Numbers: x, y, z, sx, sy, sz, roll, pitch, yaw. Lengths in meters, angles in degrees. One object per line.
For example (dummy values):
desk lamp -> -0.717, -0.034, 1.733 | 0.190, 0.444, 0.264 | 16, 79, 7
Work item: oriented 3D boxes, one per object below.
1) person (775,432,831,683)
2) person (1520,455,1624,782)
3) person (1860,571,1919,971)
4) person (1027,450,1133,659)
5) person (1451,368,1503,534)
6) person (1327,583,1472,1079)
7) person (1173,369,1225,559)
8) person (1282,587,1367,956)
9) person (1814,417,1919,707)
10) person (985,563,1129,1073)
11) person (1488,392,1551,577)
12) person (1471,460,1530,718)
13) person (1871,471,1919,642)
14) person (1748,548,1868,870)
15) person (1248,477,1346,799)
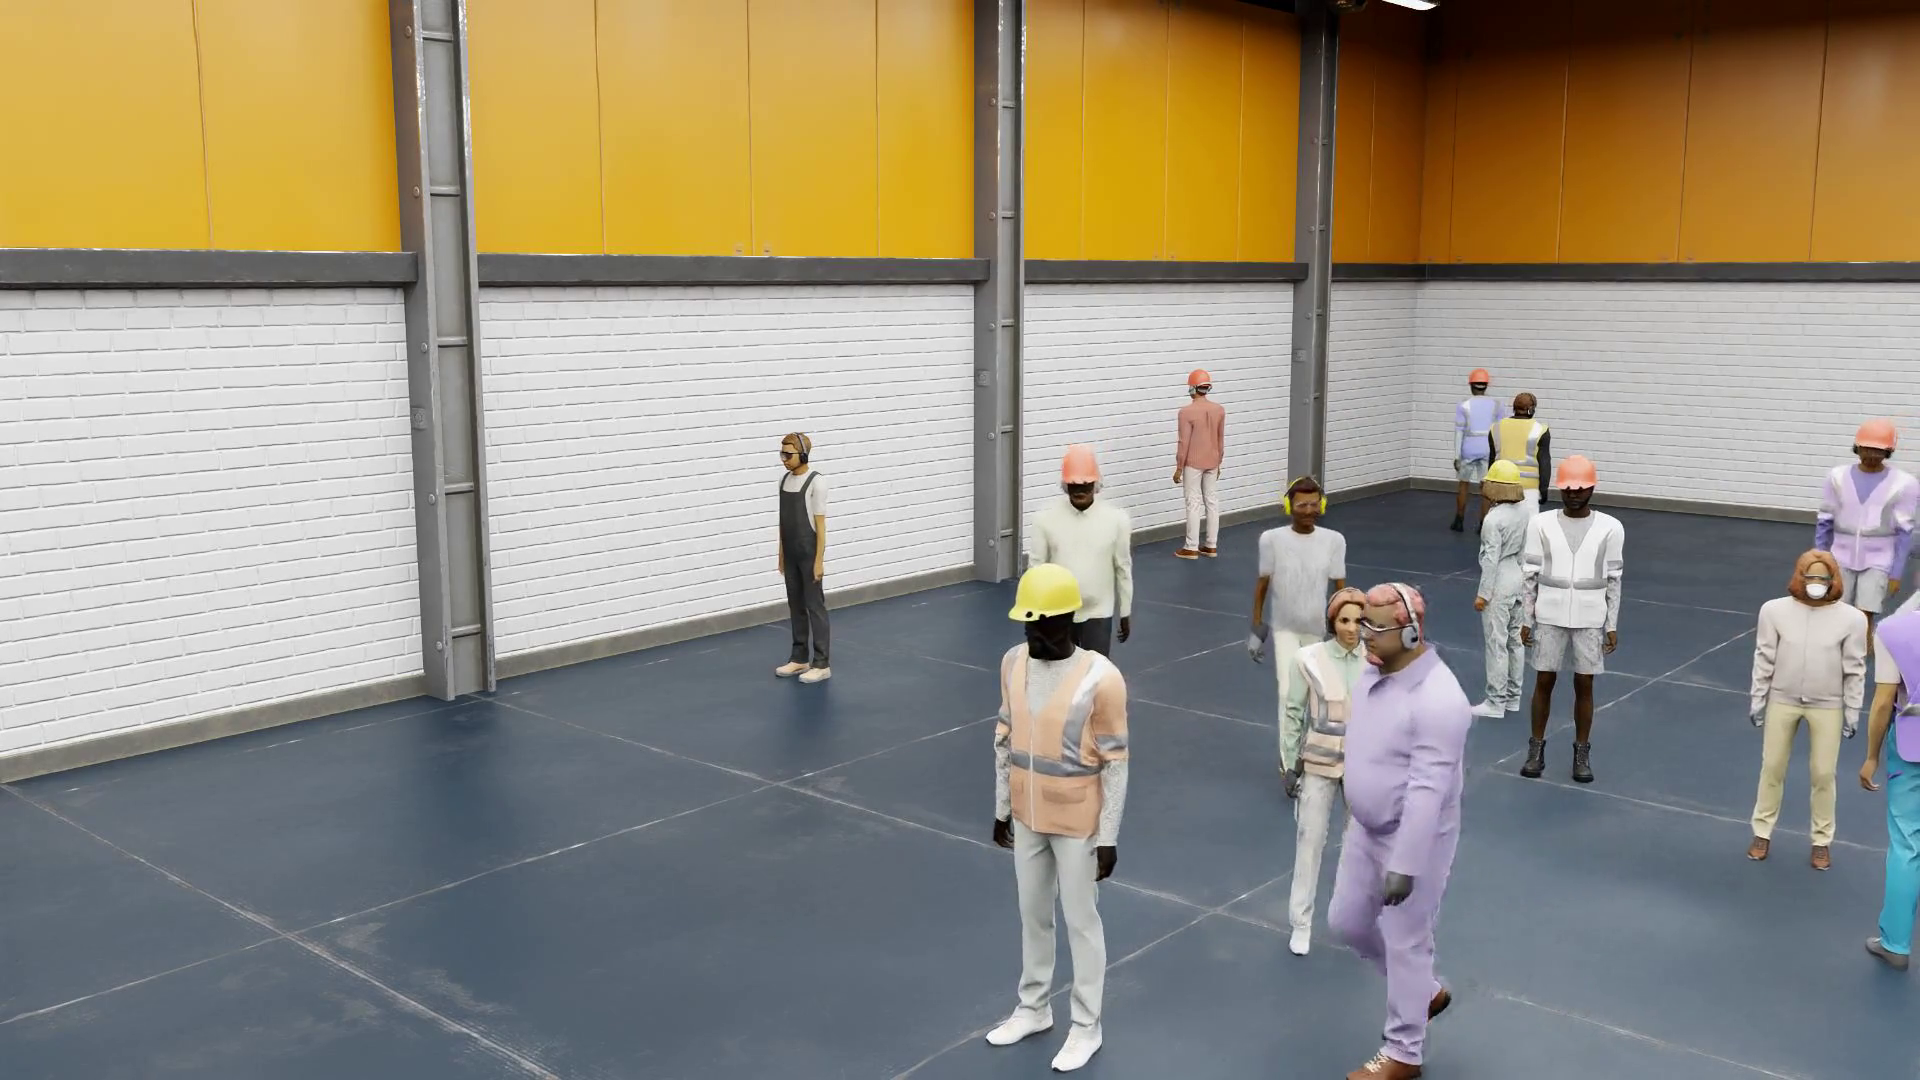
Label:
person -> -1.163, 0.122, 12.233 | 0.505, 1.842, 0.332 | 9, 13, 44
person -> 3.585, 0.462, 9.778 | 0.552, 1.935, 0.369 | 3, 10, 20
person -> 4.164, 0.937, 7.082 | 0.568, 1.843, 0.374 | 2, 9, 13
person -> 0.697, 0.437, 9.925 | 0.633, 1.933, 1.050 | 2, 9, 10
person -> 5.940, -1.011, 19.122 | 0.555, 1.935, 0.505 | 1, 9, 7
person -> 1.598, 1.080, 6.076 | 0.492, 1.887, 0.655 | -3, 9, -17
person -> 2.506, -0.794, 17.487 | 0.611, 1.996, 0.379 | -6, 11, -31
person -> 1.669, 1.011, 7.273 | 0.523, 1.636, 0.310 | 0, 9, 1
person -> 6.274, 0.142, 11.543 | 0.616, 2.019, 0.617 | 8, 12, 43
person -> 0.345, 1.030, 6.252 | 0.594, 1.922, 0.386 | 8, 12, 43
person -> 5.498, -0.531, 16.346 | 0.628, 1.837, 0.429 | 8, 12, 40
person -> 3.638, 0.326, 11.242 | 0.484, 1.745, 0.296 | -9, 12, -43
person -> 7.494, 0.053, 12.893 | 0.876, 1.771, 0.656 | -1, 9, -5
person -> 4.257, 0.844, 8.369 | 0.507, 1.628, 0.285 | 6, 11, 31
person -> 1.972, 0.560, 9.504 | 0.558, 1.825, 0.931 | 0, 9, -1
